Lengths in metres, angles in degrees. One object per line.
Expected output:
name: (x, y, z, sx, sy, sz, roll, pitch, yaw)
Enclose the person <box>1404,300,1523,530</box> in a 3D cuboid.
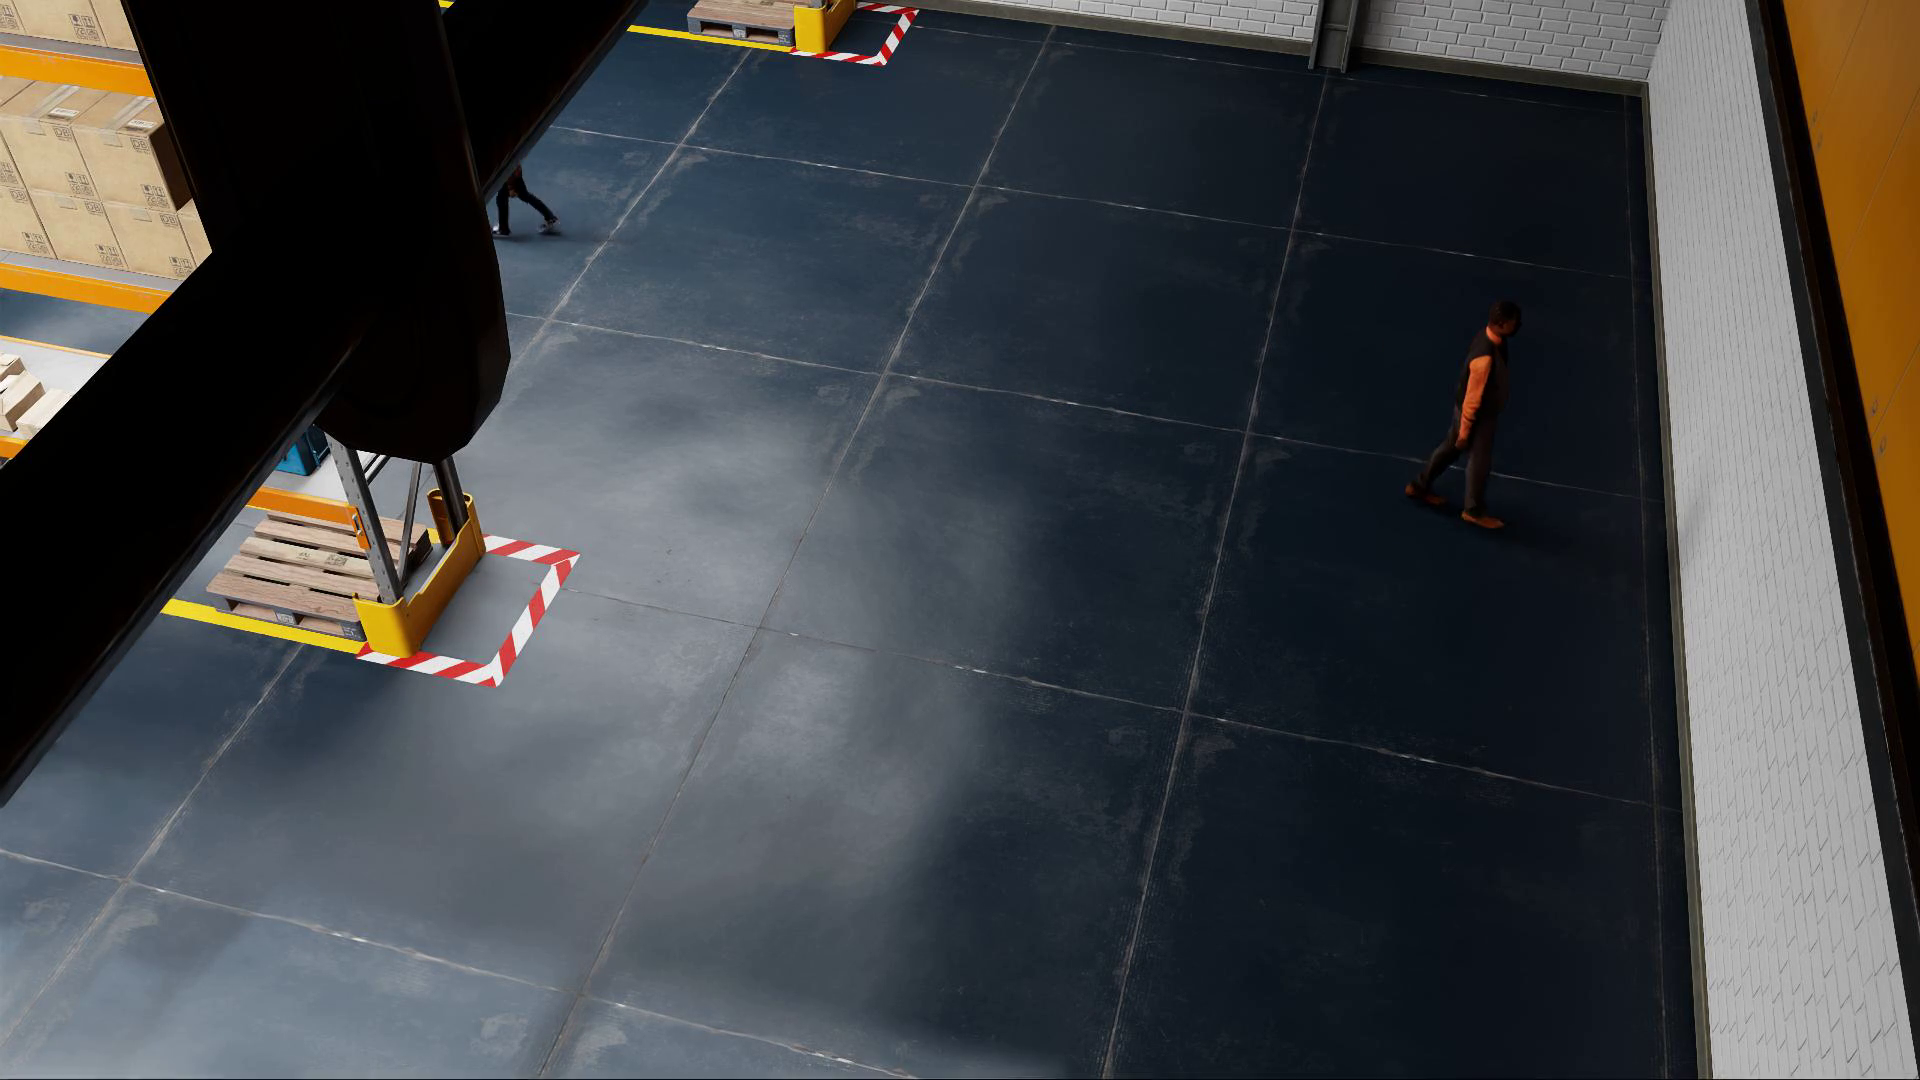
person: (3.596, -0.928, 11.877, 1.002, 1.892, 0.745, 14, 45, 14)
